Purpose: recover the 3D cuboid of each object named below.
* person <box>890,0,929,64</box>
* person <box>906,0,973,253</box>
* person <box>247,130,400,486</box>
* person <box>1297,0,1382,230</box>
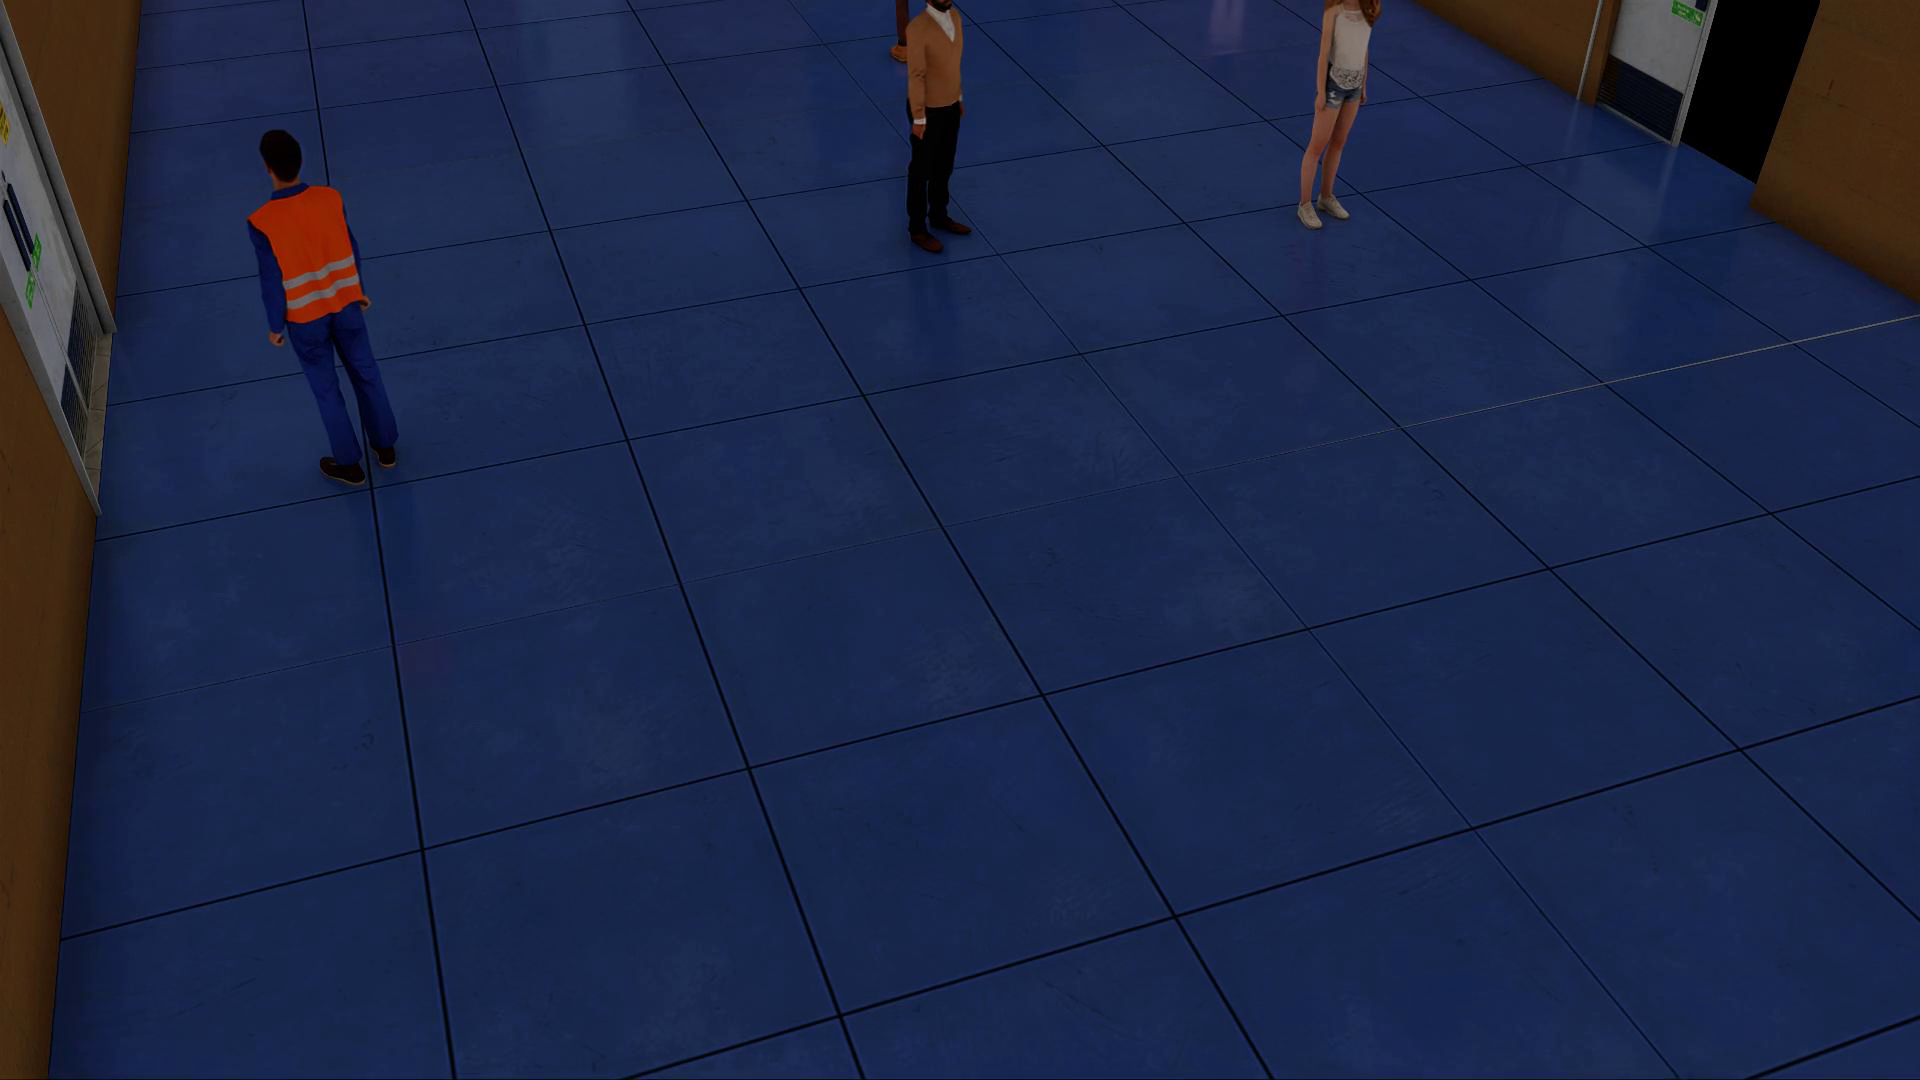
[{"bbox_3d":[-0.356,-4.610,12.966,0.539,1.729,0.670,-10,38,-13],"label":"person"},{"bbox_3d":[-0.153,-2.702,10.403,0.812,1.754,0.715,22,42,27],"label":"person"},{"bbox_3d":[-3.158,-1.131,8.219,0.852,1.863,0.725,28,45,32],"label":"person"},{"bbox_3d":[2.408,-2.884,10.641,0.527,1.759,0.672,-21,42,-26],"label":"person"}]
